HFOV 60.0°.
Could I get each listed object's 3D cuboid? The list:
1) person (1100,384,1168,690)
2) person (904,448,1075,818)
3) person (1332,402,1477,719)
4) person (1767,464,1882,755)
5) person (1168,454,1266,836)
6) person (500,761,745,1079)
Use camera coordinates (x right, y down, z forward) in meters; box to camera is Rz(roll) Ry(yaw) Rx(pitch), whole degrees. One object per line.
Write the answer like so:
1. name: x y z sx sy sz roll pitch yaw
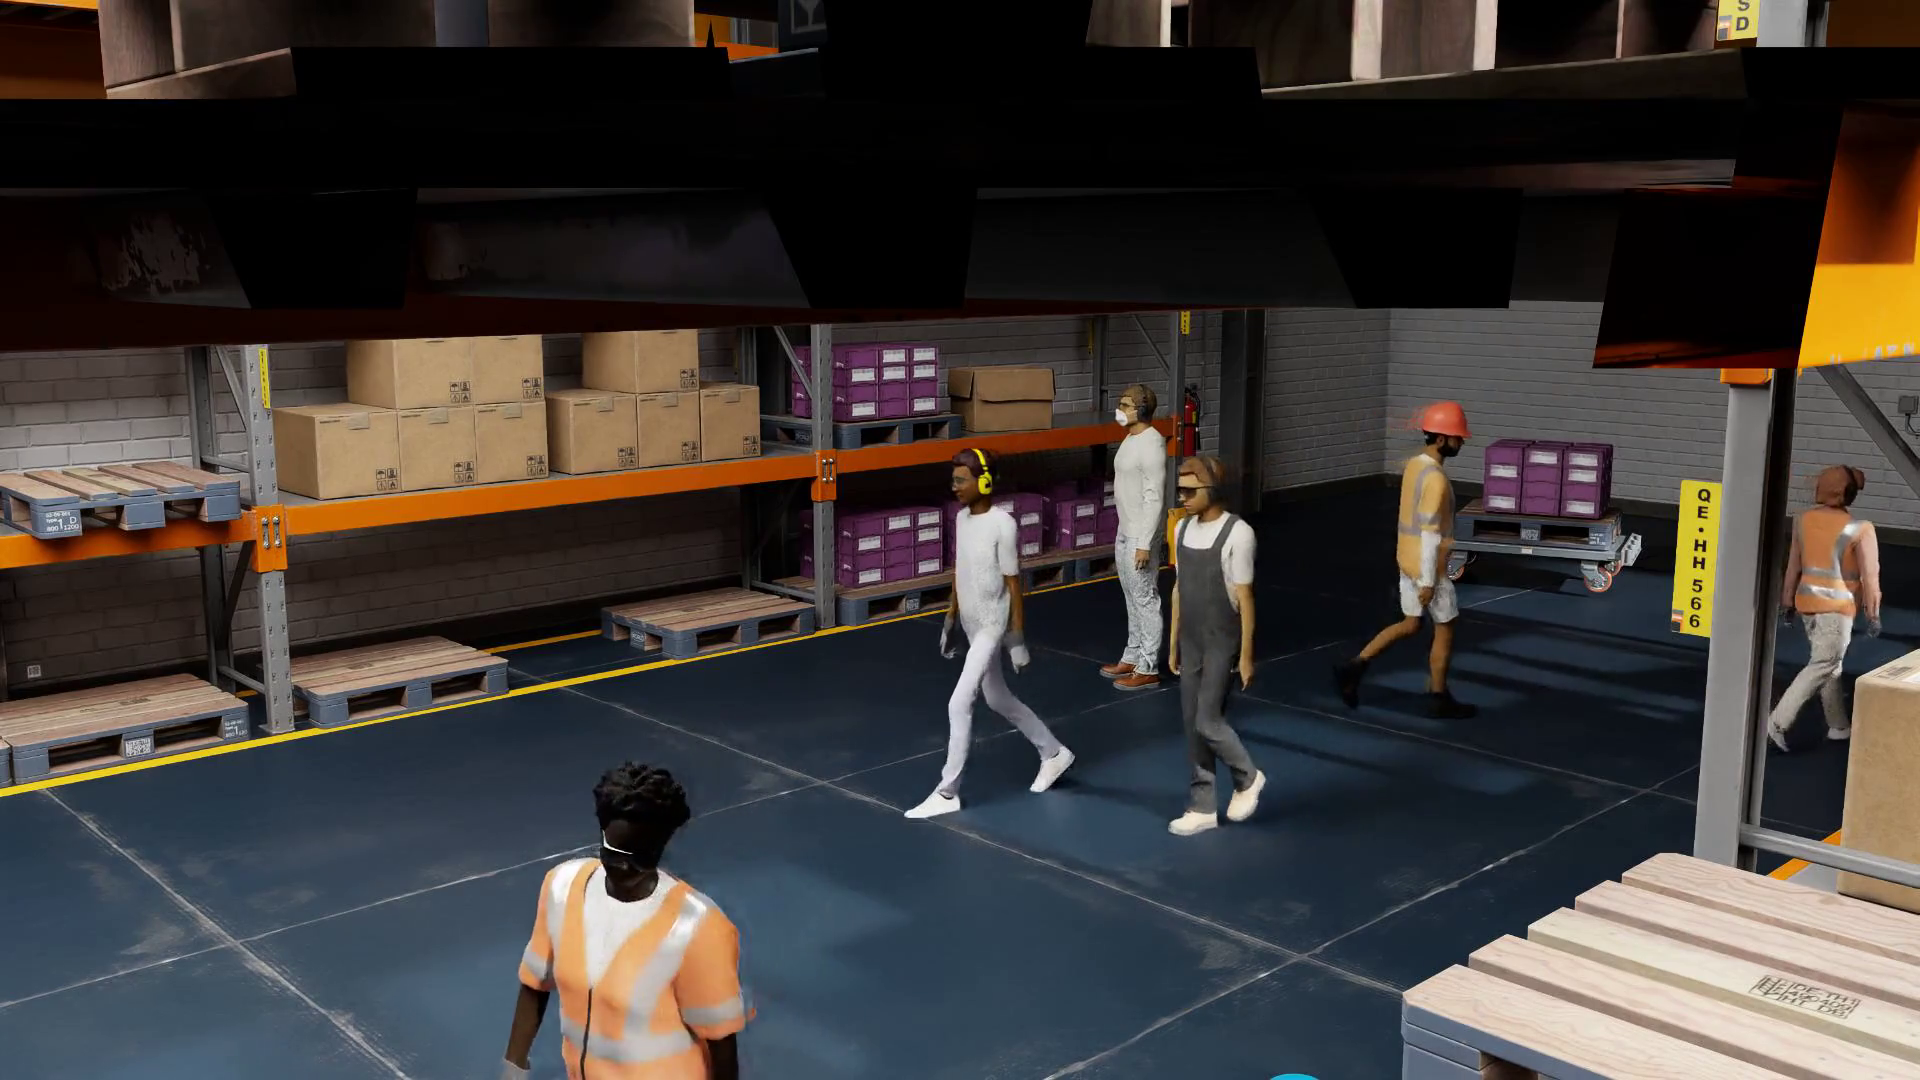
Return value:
1. person: 1.124 -0.021 10.561 0.372 1.940 0.630 -1 10 -8
2. person: 0.174 0.436 8.268 0.956 1.831 0.550 -5 11 -27
3. person: 2.657 0.133 9.762 0.787 1.908 0.558 0 10 -2
4. person: 4.754 0.383 9.182 0.827 1.607 0.511 -3 10 -19
5. person: 1.187 0.502 7.828 0.446 1.826 0.535 -7 12 -35
6. person: -0.744 1.277 3.844 0.538 1.637 0.898 7 12 37
